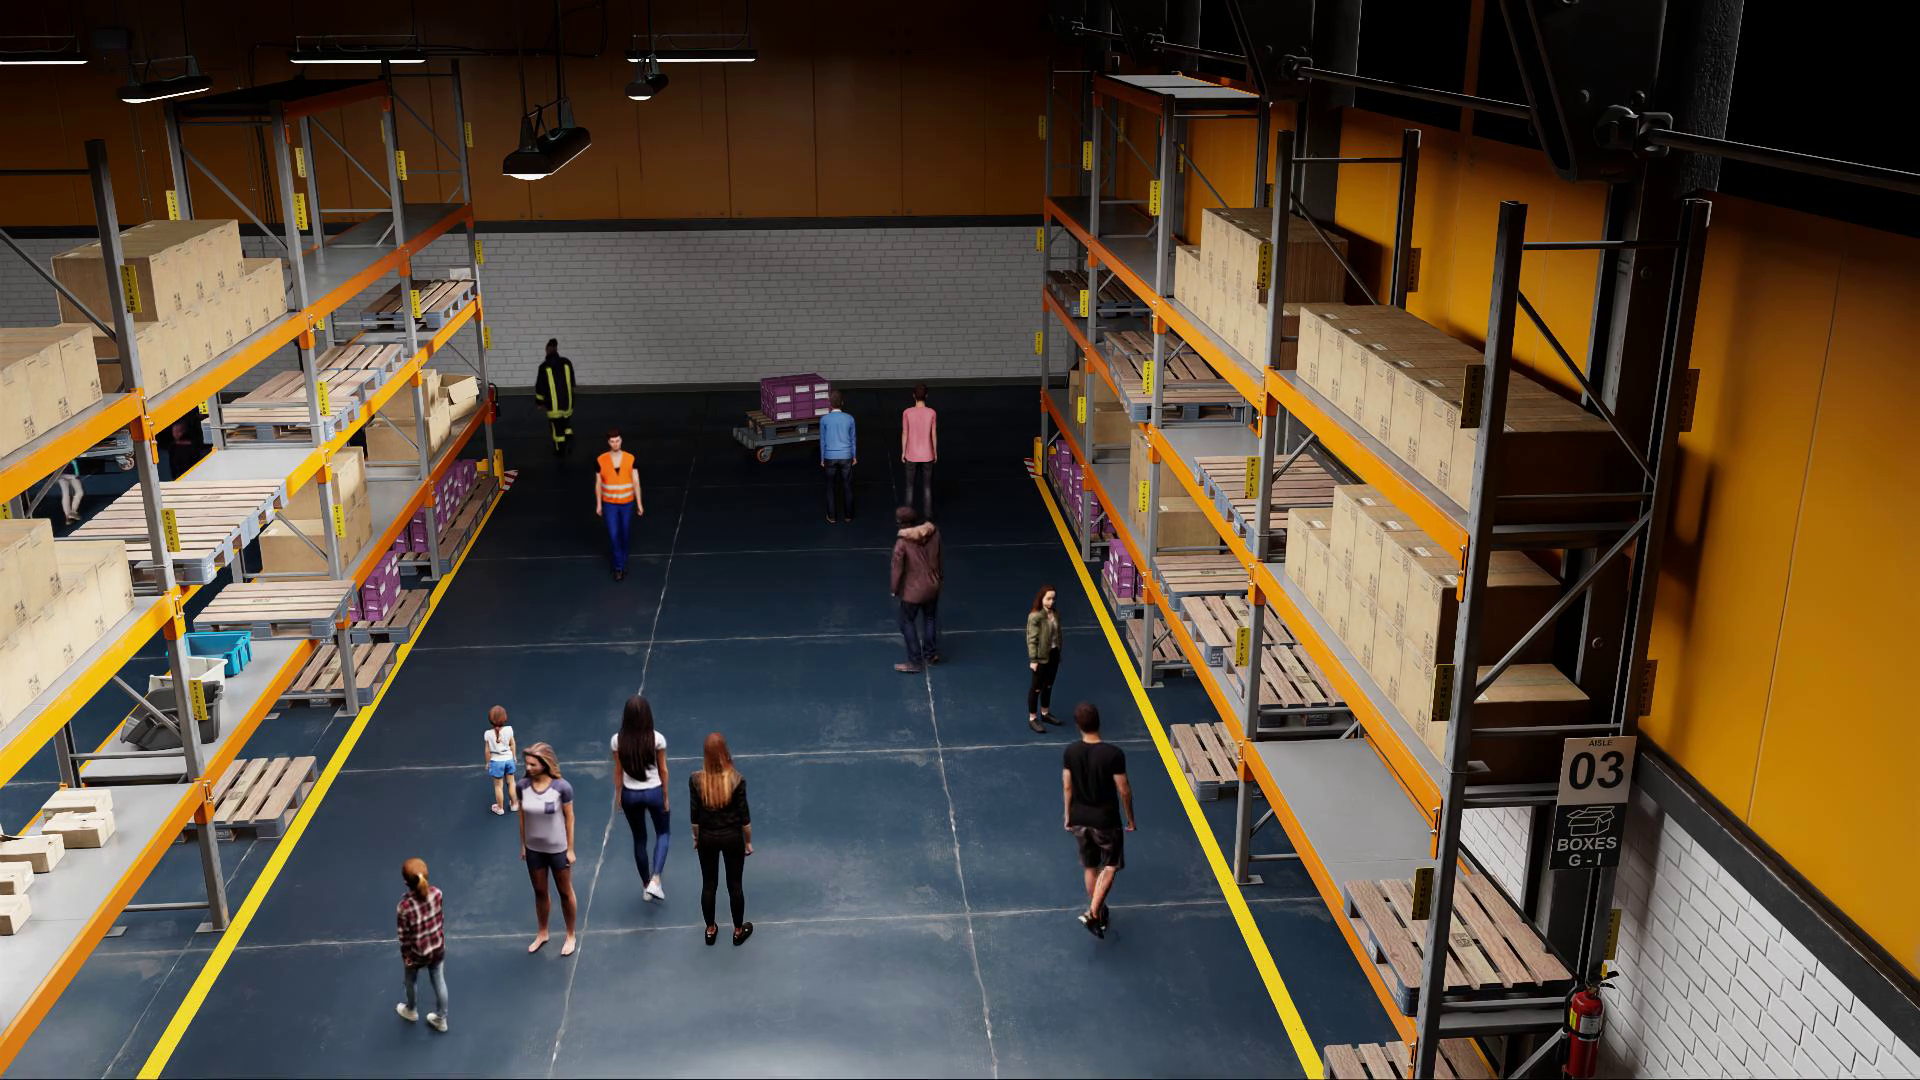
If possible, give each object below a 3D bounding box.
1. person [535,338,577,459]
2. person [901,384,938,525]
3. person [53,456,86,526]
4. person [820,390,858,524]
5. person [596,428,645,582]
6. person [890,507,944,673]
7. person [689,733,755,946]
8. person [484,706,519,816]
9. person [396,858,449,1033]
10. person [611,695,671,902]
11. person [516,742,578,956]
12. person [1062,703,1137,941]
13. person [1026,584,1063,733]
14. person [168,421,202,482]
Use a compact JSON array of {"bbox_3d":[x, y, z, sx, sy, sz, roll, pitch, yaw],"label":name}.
[{"bbox_3d":[-6.114,-2.154,25.427,0.923,1.856,0.953,-16,24,-39],"label":"person"},{"bbox_3d":[-0.546,-1.118,22.192,0.624,1.956,0.541,-2,19,-5],"label":"person"},{"bbox_3d":[-12.053,-0.915,22.317,0.647,1.492,0.673,4,19,11],"label":"person"},{"bbox_3d":[-1.646,-1.143,22.475,0.654,1.823,0.575,-3,19,-8],"label":"person"},{"bbox_3d":[-4.212,-0.486,20.462,0.841,1.863,1.032,-6,19,-17],"label":"person"},{"bbox_3d":[-0.388,0.489,17.638,0.915,1.817,0.869,-6,19,-17],"label":"person"},{"bbox_3d":[-1.811,2.258,12.550,0.638,1.713,0.567,1,19,4],"label":"person"},{"bbox_3d":[-4.036,1.926,14.621,0.477,1.019,0.508,-10,21,-28],"label":"person"},{"bbox_3d":[-3.672,2.827,11.515,0.718,1.293,0.792,-17,25,-41],"label":"person"},{"bbox_3d":[-2.488,2.073,13.020,0.602,1.763,0.766,-1,19,-2],"label":"person"},{"bbox_3d":[-3.073,2.286,12.439,0.647,1.730,0.627,4,19,11],"label":"person"},{"bbox_3d":[1.001,2.165,12.645,0.954,1.827,1.064,10,21,26],"label":"person"},{"bbox_3d":[0.823,1.131,16.267,0.655,1.476,0.697,-17,25,-41],"label":"person"},{"bbox_3d":[-9.811,-0.685,21.288,0.728,1.712,1.089,1,19,4],"label":"person"}]
